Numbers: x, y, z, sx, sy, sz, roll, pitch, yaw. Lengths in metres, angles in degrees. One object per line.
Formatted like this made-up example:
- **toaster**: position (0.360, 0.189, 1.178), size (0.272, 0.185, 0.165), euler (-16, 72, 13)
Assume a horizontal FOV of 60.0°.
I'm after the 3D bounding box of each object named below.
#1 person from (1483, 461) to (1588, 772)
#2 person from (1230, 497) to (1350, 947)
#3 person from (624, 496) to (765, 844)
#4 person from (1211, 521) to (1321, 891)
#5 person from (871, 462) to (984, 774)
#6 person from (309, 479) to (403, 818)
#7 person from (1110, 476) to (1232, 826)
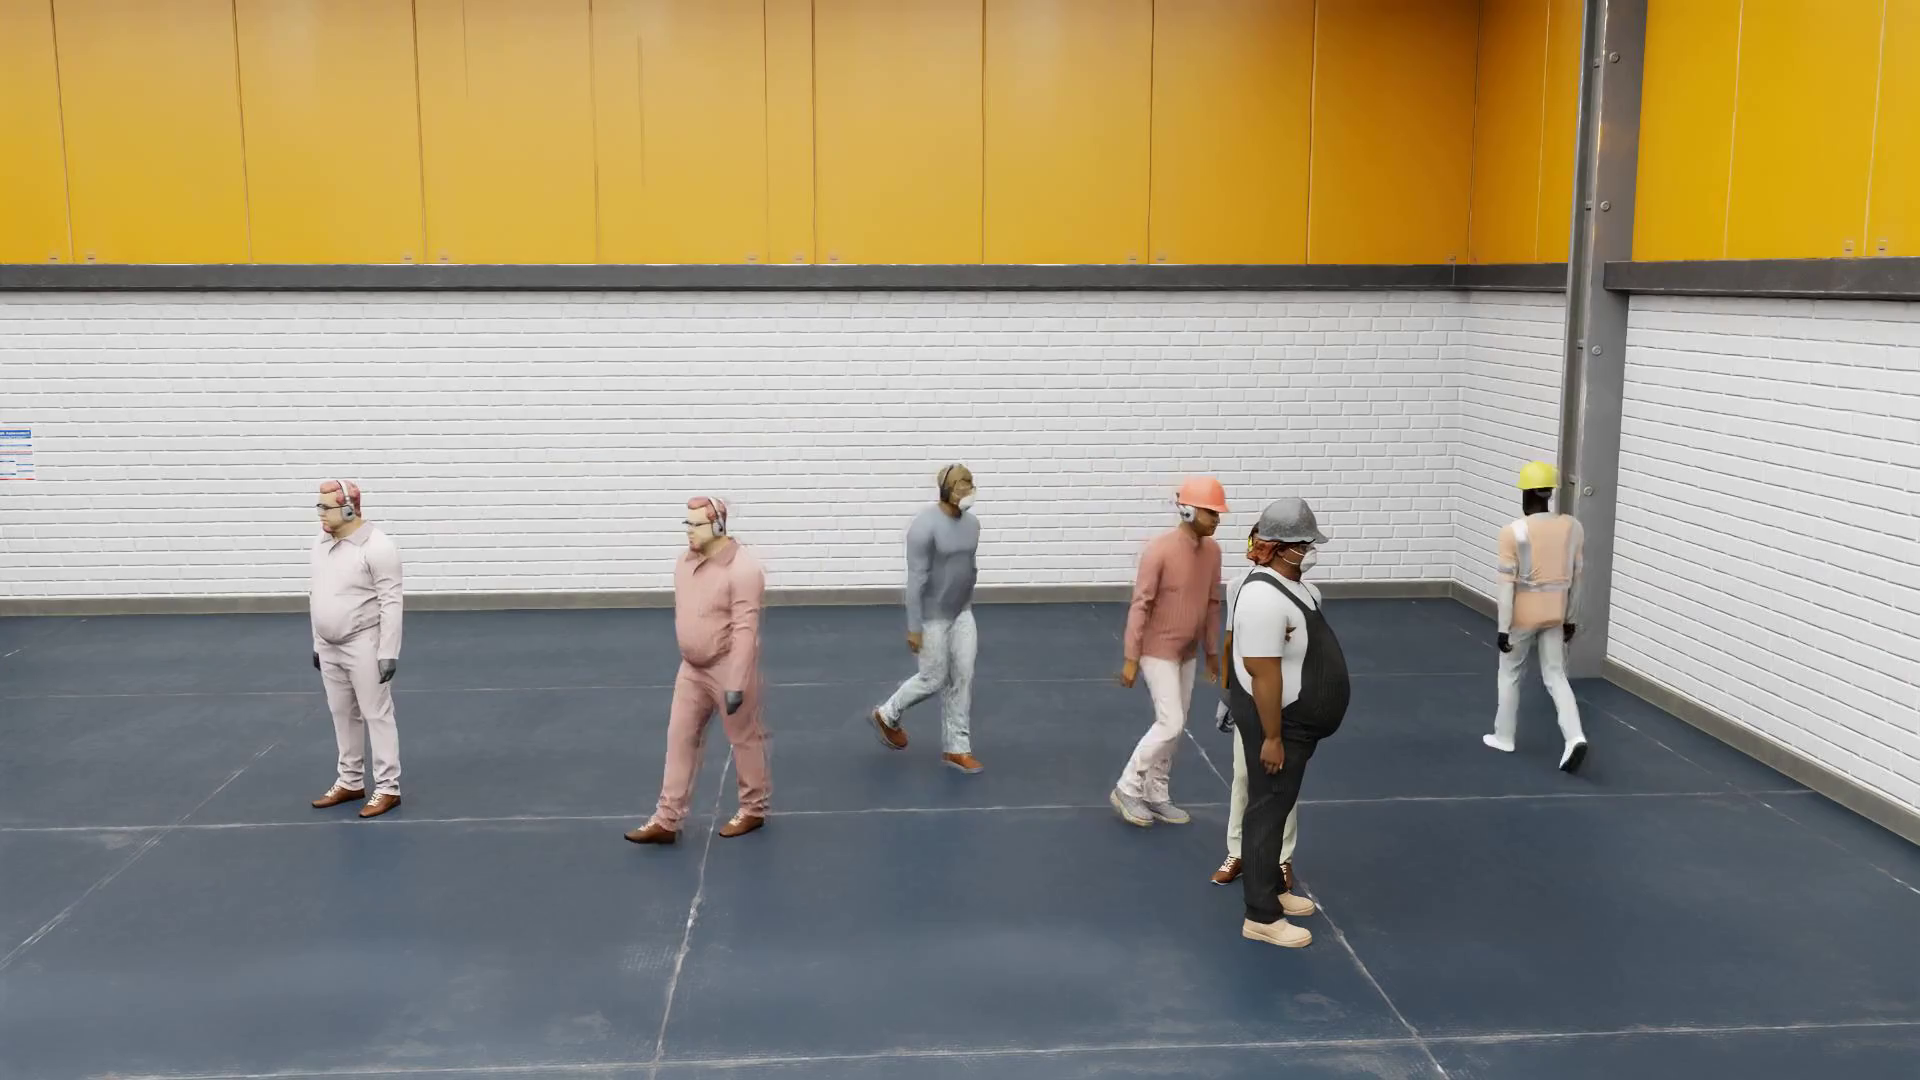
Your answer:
- **person**: position (3.587, 0.459, 10.267), size (0.597, 1.897, 0.872), euler (-2, 9, -13)
- **person**: position (1.510, 0.809, 7.635), size (0.539, 2.000, 0.688), euler (2, 9, 15)
- **person**: position (-1.386, 0.709, 8.776), size (0.679, 1.868, 0.904), euler (8, 12, 40)
- **person**: position (1.511, 0.804, 8.199), size (0.517, 1.873, 0.328), euler (5, 10, 26)
- **person**: position (-0.180, 0.460, 10.205), size (0.716, 1.921, 0.646), euler (8, 12, 40)
- **person**: position (-3.425, 0.605, 9.349), size (0.646, 1.904, 0.401), euler (5, 10, 30)
- **person**: position (1.202, 0.621, 9.099), size (0.563, 1.953, 0.638), euler (8, 12, 41)
